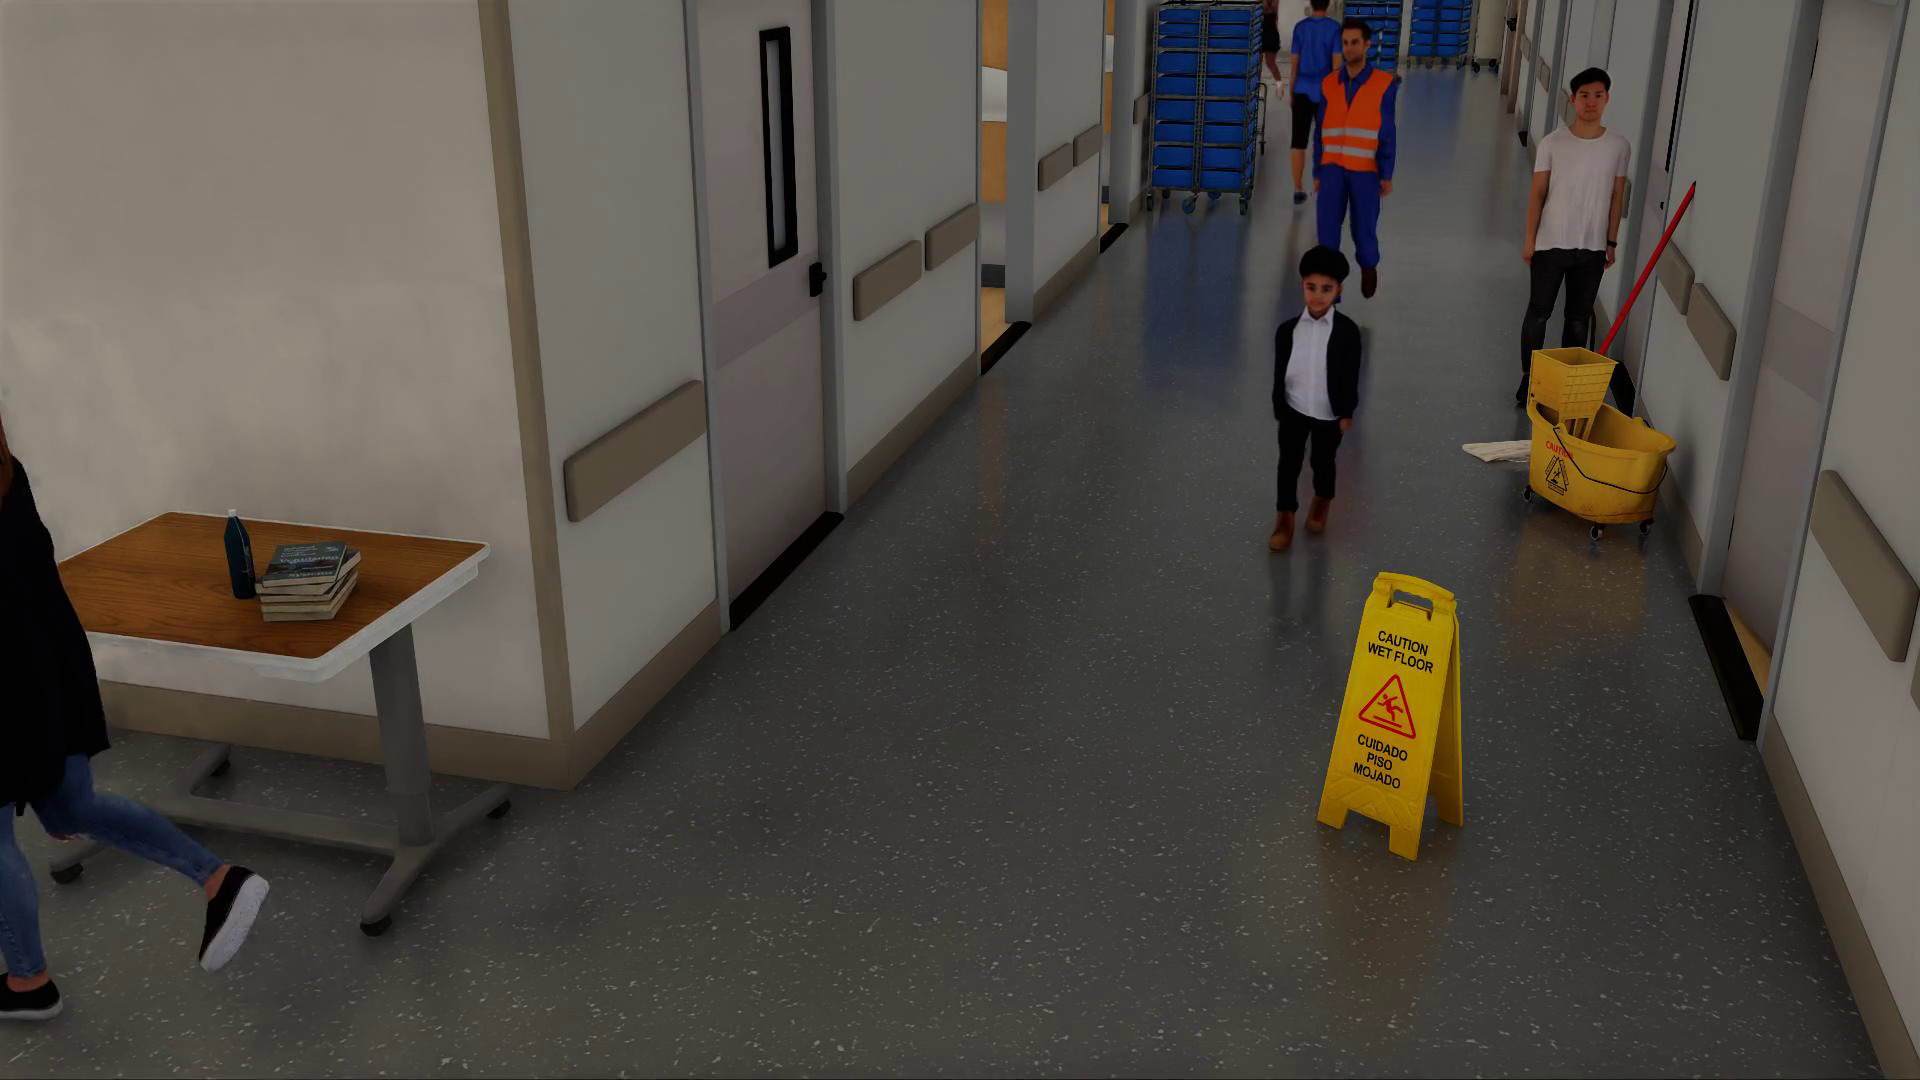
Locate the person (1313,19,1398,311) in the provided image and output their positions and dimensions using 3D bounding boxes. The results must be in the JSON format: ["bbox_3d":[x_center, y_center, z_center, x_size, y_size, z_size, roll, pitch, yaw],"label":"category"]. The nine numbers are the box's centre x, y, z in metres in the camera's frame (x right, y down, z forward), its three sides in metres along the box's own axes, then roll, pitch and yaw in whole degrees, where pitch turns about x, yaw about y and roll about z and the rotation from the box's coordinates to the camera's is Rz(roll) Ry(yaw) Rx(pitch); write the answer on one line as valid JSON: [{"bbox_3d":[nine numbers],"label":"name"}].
[{"bbox_3d":[2.464,-2.270,10.345,0.833,1.845,1.101,11,23,26],"label":"person"}]

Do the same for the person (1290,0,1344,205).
[{"bbox_3d":[3.070,-3.859,14.558,0.716,1.832,1.104,9,22,21],"label":"person"}]

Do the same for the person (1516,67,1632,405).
[{"bbox_3d":[3.165,-1.565,8.612,0.641,1.722,0.558,3,21,9],"label":"person"}]

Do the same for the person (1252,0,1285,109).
[{"bbox_3d":[3.993,-6.458,21.516,0.871,1.765,1.029,-6,22,-16],"label":"person"}]

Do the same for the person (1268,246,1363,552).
[{"bbox_3d":[1.462,-0.590,6.807,0.579,1.209,0.766,9,22,22],"label":"person"}]

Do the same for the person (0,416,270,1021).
[{"bbox_3d":[-2.016,0.347,3.693,0.836,1.662,0.967,-1,21,-2],"label":"person"}]
